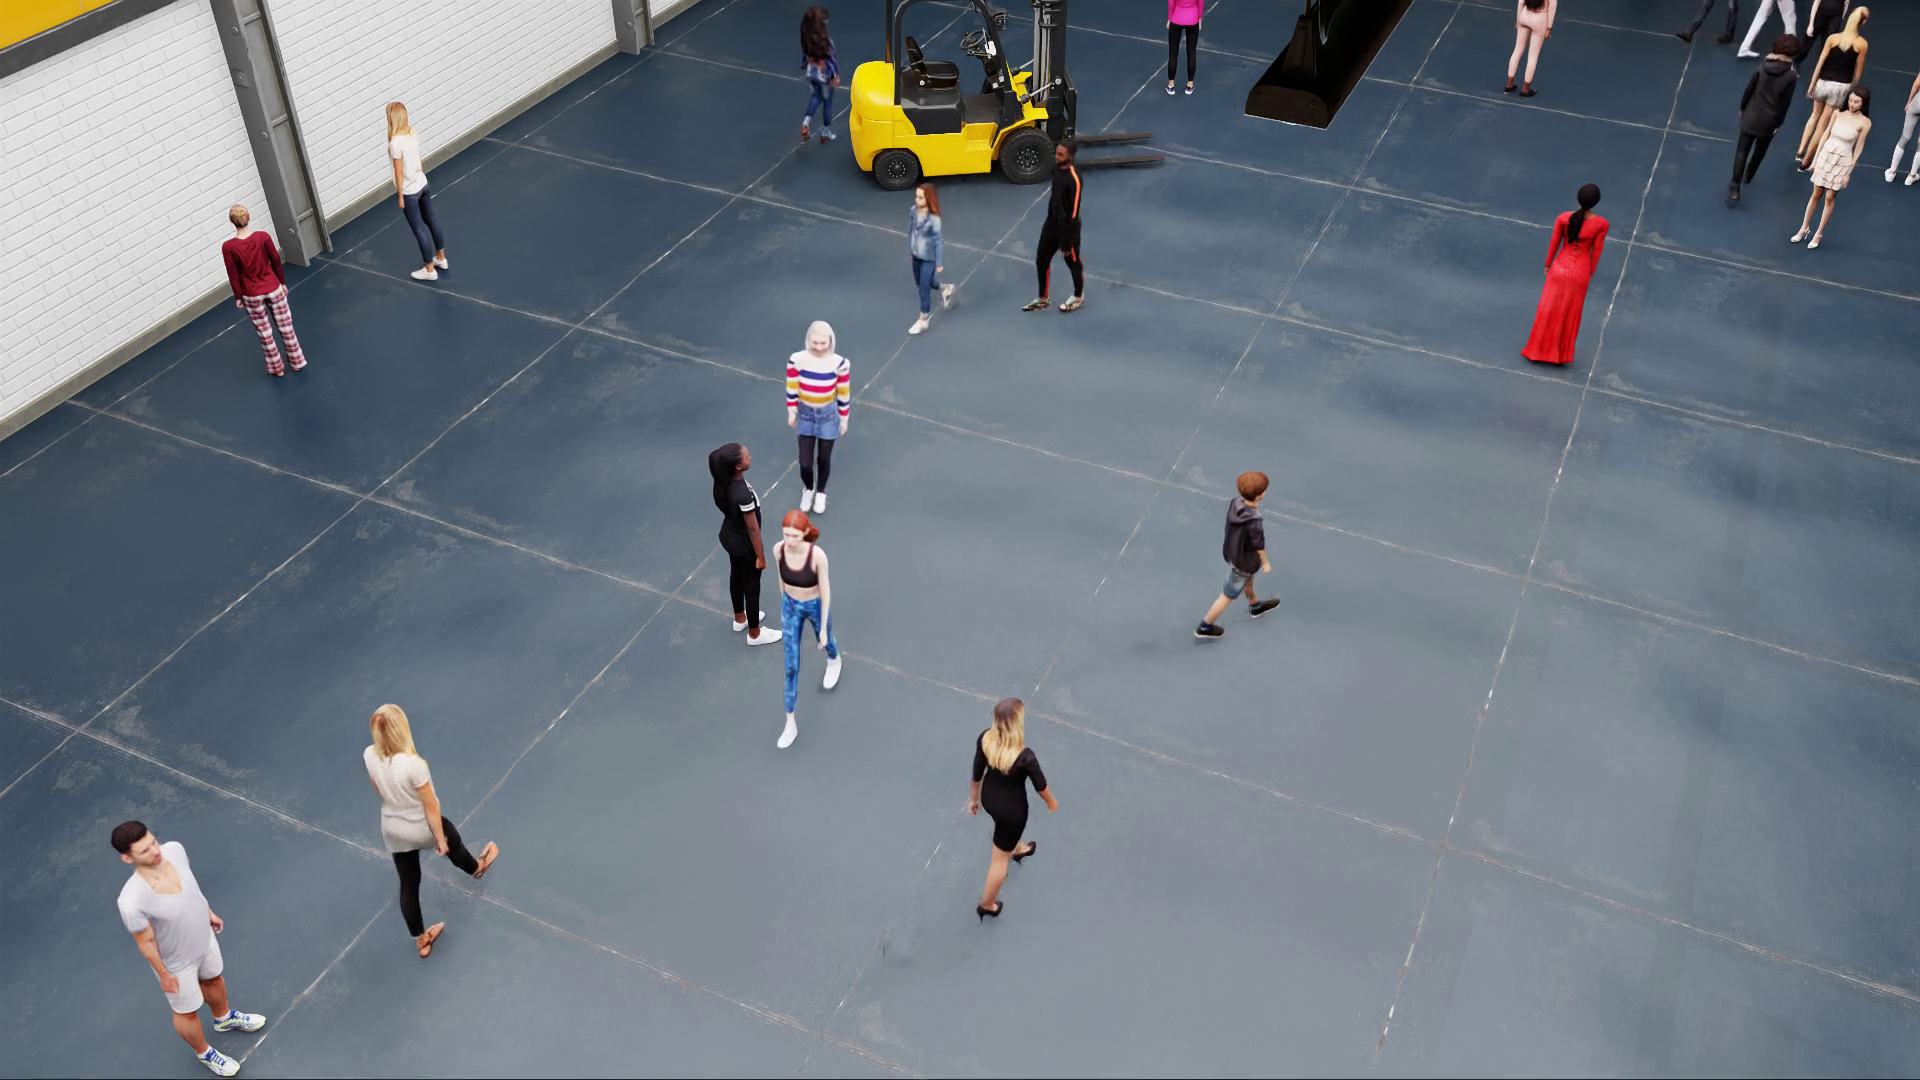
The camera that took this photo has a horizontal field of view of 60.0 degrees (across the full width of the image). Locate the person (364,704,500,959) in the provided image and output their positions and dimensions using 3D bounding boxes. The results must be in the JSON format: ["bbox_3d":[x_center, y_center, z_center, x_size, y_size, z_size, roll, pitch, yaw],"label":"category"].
[{"bbox_3d":[-3.254,1.766,9.756,0.784,1.789,1.134,9,39,11],"label":"person"}]

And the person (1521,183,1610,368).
[{"bbox_3d":[5.462,-2.372,14.947,0.640,1.788,0.618,13,40,15],"label":"person"}]

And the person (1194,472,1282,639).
[{"bbox_3d":[1.994,0.146,12.084,0.989,1.416,0.954,-11,40,-14],"label":"person"}]

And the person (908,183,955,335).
[{"bbox_3d":[-0.269,-2.675,15.580,0.958,1.460,0.764,-32,48,-33],"label":"person"}]

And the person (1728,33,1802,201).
[{"bbox_3d":[8.423,-4.400,17.518,0.715,1.737,1.154,20,43,23],"label":"person"}]

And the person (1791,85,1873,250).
[{"bbox_3d":[8.789,-3.753,16.706,0.674,1.738,0.663,-25,45,-28],"label":"person"}]

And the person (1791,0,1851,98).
[{"bbox_3d":[10.279,-6.229,19.833,0.768,1.706,1.195,7,39,9],"label":"person"}]

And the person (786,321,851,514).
[{"bbox_3d":[-1.114,-1.020,13.243,0.771,1.790,0.767,2,39,3],"label":"person"}]

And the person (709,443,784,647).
[{"bbox_3d":[-1.562,0.016,11.995,0.737,1.729,0.710,-23,44,-26],"label":"person"}]

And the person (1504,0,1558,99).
[{"bbox_3d":[6.771,-6.098,19.656,0.667,1.721,0.689,-30,47,-32],"label":"person"}]

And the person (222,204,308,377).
[{"bbox_3d":[-6.234,-2.238,14.843,0.620,1.696,0.747,-23,44,-26],"label":"person"}]

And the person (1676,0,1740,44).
[{"bbox_3d":[9.728,-7.061,20.855,1.191,1.730,1.084,-16,41,-19],"label":"person"}]

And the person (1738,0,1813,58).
[{"bbox_3d":[10.015,-6.783,20.422,1.030,1.837,1.151,-1,39,-1],"label":"person"}]

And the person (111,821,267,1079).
[{"bbox_3d":[-4.297,2.206,9.152,0.793,1.855,0.604,7,39,9],"label":"person"}]

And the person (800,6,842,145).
[{"bbox_3d":[-1.589,-5.152,18.555,0.720,1.618,0.822,21,43,25],"label":"person"}]

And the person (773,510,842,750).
[{"bbox_3d":[-1.008,0.483,11.415,0.715,1.734,1.257,10,40,12],"label":"person"}]

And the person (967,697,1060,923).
[{"bbox_3d":[0.212,1.673,9.988,0.756,1.644,0.996,31,48,33],"label":"person"}]

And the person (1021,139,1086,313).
[{"bbox_3d":[1.058,-2.960,15.674,1.019,1.787,0.926,-19,42,-22],"label":"person"}]

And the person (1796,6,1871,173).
[{"bbox_3d":[9.434,-4.859,18.023,0.674,1.825,0.734,26,45,29],"label":"person"}]

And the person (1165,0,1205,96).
[{"bbox_3d":[2.664,-6.136,19.729,0.665,1.701,0.683,1,39,2],"label":"person"}]

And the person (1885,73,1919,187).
[{"bbox_3d":[10.377,-4.646,17.853,0.584,1.703,0.575,22,43,25],"label":"person"}]

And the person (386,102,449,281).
[{"bbox_3d":[-5.312,-3.411,16.222,0.680,1.810,0.500,8,39,10],"label":"person"}]
